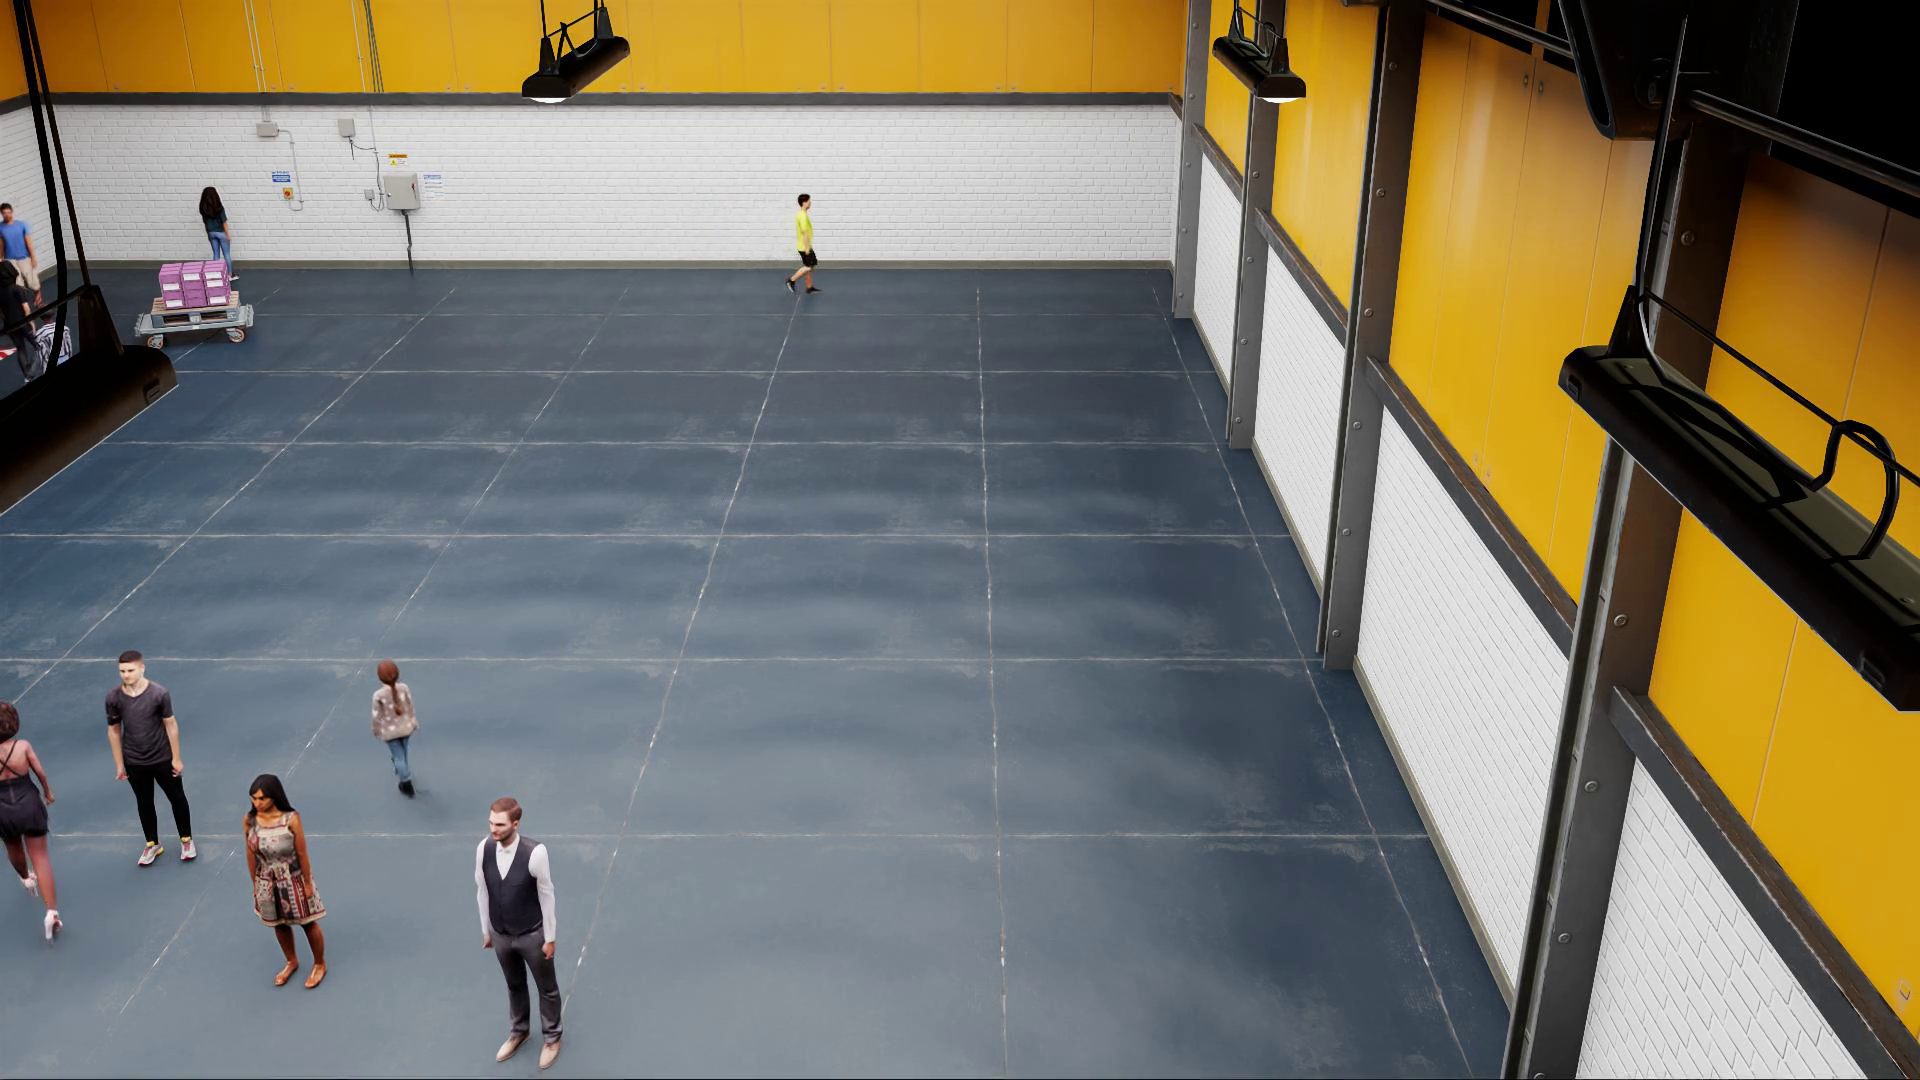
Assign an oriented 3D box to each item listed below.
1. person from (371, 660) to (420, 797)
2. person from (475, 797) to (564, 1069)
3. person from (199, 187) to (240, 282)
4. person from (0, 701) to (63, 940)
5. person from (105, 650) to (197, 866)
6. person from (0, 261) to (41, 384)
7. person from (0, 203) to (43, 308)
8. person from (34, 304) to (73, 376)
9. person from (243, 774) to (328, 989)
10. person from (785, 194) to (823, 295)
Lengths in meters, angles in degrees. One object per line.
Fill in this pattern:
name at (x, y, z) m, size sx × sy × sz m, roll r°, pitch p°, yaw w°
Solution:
person at (-4.584, 1.556, 13.580) m, size 0.748 × 1.175 × 0.832 m, roll -18°, pitch 30°, yaw -36°
person at (-2.782, 2.460, 10.558) m, size 0.717 × 1.938 × 0.649 m, roll 6°, pitch 24°, yaw 14°
person at (-12.800, -5.279, 28.664) m, size 0.620 × 1.616 × 0.615 m, roll 3°, pitch 24°, yaw 6°
person at (-6.675, 2.023, 11.811) m, size 0.936 × 1.736 × 1.179 m, roll -12°, pitch 26°, yaw -26°
person at (-6.158, 1.640, 12.651) m, size 0.680 × 1.765 × 0.625 m, roll -5°, pitch 24°, yaw -12°
person at (-13.107, -2.957, 23.087) m, size 0.696 × 1.828 × 0.670 m, roll 3°, pitch 24°, yaw 6°
person at (-15.031, -4.476, 26.555) m, size 0.915 × 1.835 × 1.119 m, roll -8°, pitch 25°, yaw -19°
person at (-11.514, -2.153, 21.290) m, size 0.753 × 1.796 × 0.609 m, roll 10°, pitch 26°, yaw 22°
person at (-4.581, 2.296, 11.301) m, size 0.658 × 1.644 × 0.532 m, roll 1°, pitch 24°, yaw 3°
person at (-2.650, -4.906, 27.709) m, size 0.783 × 1.698 × 0.843 m, roll -4°, pitch 24°, yaw -10°
